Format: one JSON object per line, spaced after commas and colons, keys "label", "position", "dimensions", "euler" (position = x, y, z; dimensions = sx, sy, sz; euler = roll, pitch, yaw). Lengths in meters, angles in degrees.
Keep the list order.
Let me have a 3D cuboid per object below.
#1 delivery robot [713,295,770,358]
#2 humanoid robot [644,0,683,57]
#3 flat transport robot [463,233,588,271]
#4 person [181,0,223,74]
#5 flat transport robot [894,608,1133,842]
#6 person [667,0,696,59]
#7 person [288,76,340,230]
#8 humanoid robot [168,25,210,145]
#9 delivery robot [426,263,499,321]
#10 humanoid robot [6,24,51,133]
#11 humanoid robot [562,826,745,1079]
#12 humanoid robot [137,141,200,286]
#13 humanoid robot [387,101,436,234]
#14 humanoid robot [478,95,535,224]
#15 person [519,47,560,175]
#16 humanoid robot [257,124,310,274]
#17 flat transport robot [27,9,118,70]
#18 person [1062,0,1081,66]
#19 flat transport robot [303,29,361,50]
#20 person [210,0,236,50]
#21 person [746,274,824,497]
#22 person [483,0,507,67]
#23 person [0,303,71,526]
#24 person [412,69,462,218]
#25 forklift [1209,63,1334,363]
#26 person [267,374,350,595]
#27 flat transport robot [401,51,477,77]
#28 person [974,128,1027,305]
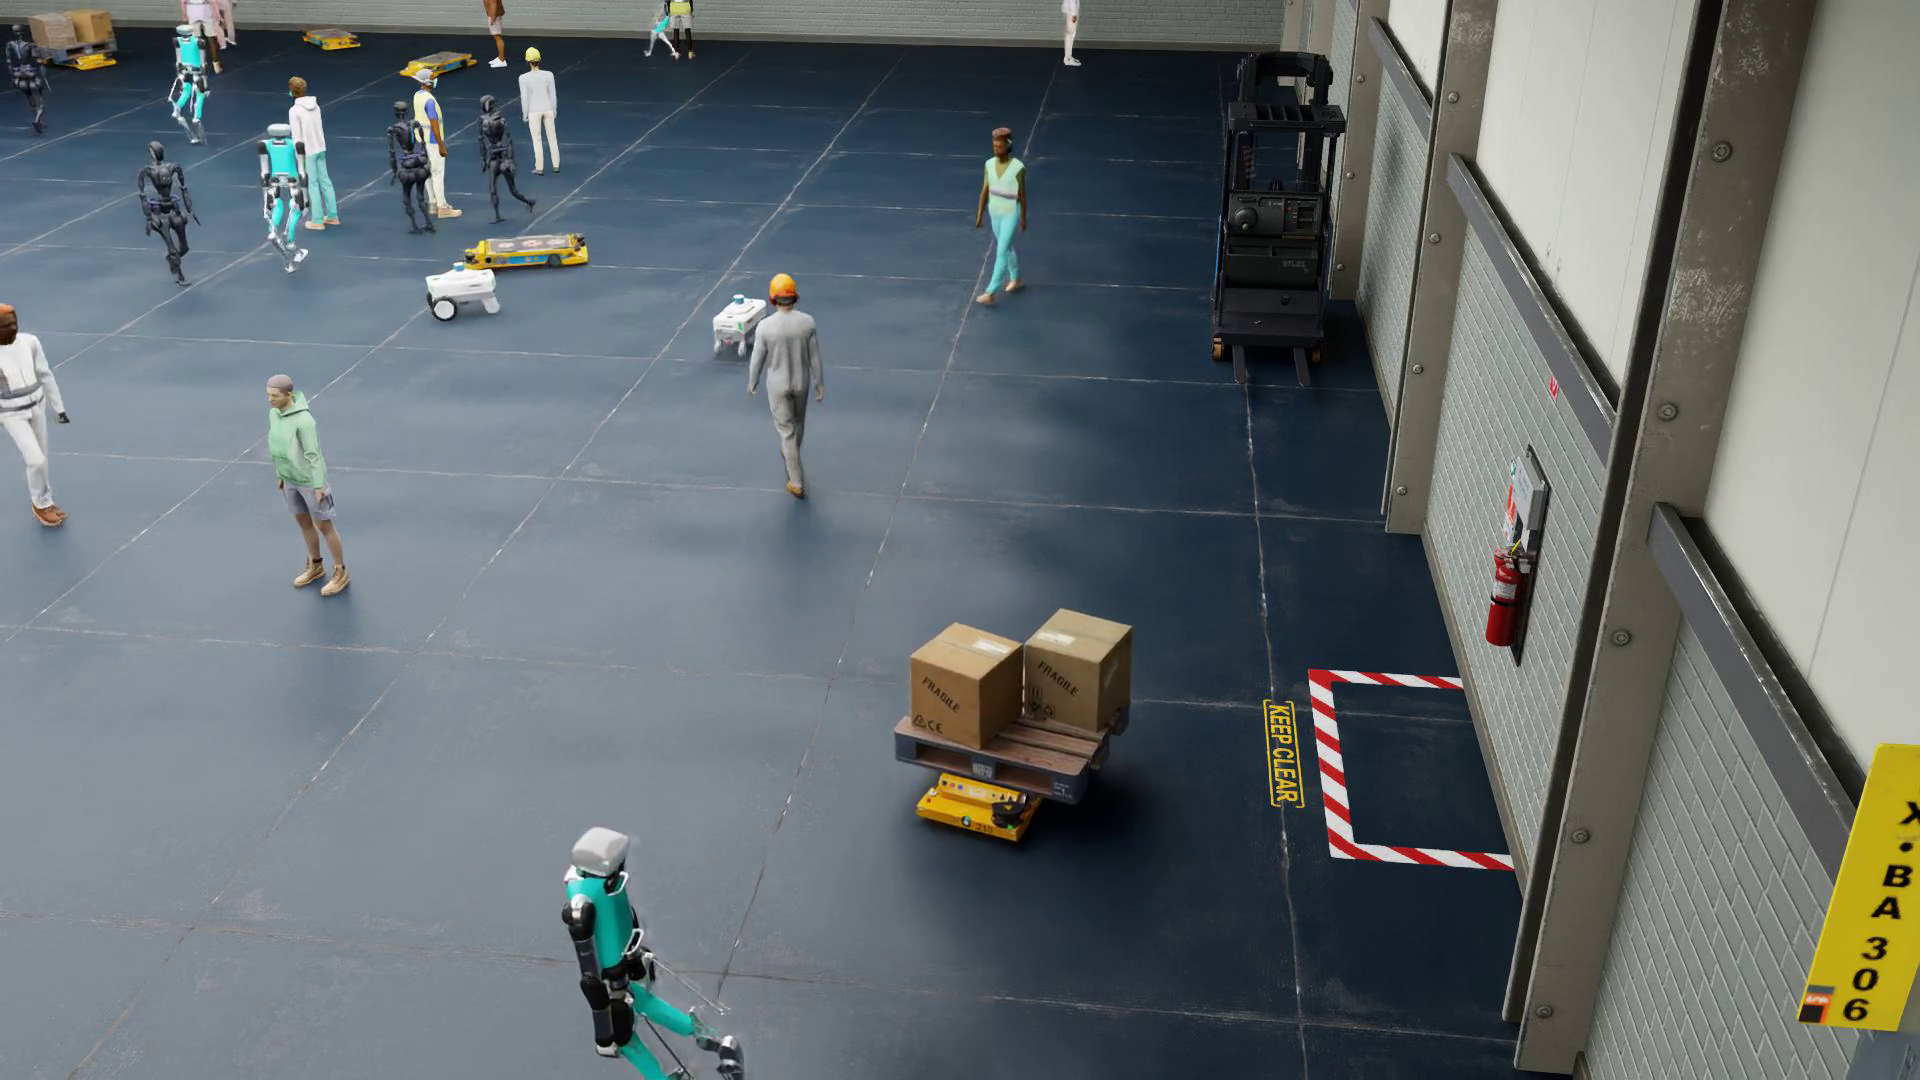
{"label": "delivery robot", "position": [-2.283, -2.265, 17.321], "dimensions": [0.499, 0.577, 0.769], "euler": [8, 28, 15]}
{"label": "humanoid robot", "position": [-5.760, -10.060, 31.687], "dimensions": [0.794, 1.860, 0.530], "euler": [-1, 27, -1]}
{"label": "flat transport robot", "position": [-5.234, -3.467, 20.059], "dimensions": [1.431, 0.231, 0.659], "euler": [-6, 27, -12]}
{"label": "person", "position": [-13.732, -9.497, 30.148], "dimensions": [0.636, 2.014, 0.486], "euler": [-10, 28, -18]}
{"label": "flat transport robot", "position": [0.321, 1.356, 10.432], "dimensions": [0.659, 0.231, 1.431], "euler": [11, 29, 21]}
{"label": "person", "position": [-5.278, -9.964, 31.434], "dimensions": [0.531, 1.696, 0.319], "euler": [0, 27, 0]}
{"label": "person", "position": [-8.242, -4.911, 21.123], "dimensions": [0.361, 1.909, 0.480], "euler": [10, 28, 19]}
{"label": "humanoid robot", "position": [-11.667, -6.769, 25.121], "dimensions": [0.542, 1.870, 0.767], "euler": [6, 27, 12]}
{"label": "delivery robot", "position": [-5.503, -2.737, 18.305], "dimensions": [0.811, 0.613, 0.499], "euler": [-10, 28, -20]}
{"label": "humanoid robot", "position": [-14.583, -7.200, 25.964], "dimensions": [0.609, 1.639, 0.618], "euler": [-1, 27, -2]}
{"label": "humanoid robot", "position": [-1.220, 2.068, 7.390], "dimensions": [0.931, 1.783, 0.541], "euler": [3, 27, 6]}
{"label": "humanoid robot", "position": [-9.154, -3.780, 19.130], "dimensions": [0.620, 1.630, 0.600], "euler": [21, 34, 36]}
{"label": "humanoid robot", "position": [-6.905, -4.698, 20.940], "dimensions": [0.357, 1.642, 0.584], "euler": [17, 31, 31]}
{"label": "humanoid robot", "position": [-5.896, -4.950, 21.482], "dimensions": [0.609, 1.628, 0.701], "euler": [15, 30, 27]}
{"label": "person", "position": [-5.964, -6.078, 23.597], "dimensions": [0.524, 1.772, 0.305], "euler": [-17, 31, -31]}
{"label": "humanoid robot", "position": [-7.811, -3.886, 19.237], "dimensions": [0.559, 1.714, 0.985], "euler": [-4, 27, -7]}
{"label": "flat transport robot", "position": [-16.539, -9.009, 31.124], "dimensions": [1.431, 0.231, 0.659], "euler": [15, 30, 27]}
{"label": "person", "position": [2.080, -9.803, 30.916], "dimensions": [0.385, 1.874, 0.514], "euler": [0, 27, 0]}
{"label": "flat transport robot", "position": [-12.447, -9.912, 32.927], "dimensions": [0.659, 0.231, 1.431], "euler": [-19, 32, -33]}
{"label": "person", "position": [-14.488, -10.524, 32.369], "dimensions": [0.650, 1.855, 0.790], "euler": [-19, 32, -33]}
{"label": "person", "position": [-1.497, -1.357, 14.075], "dimensions": [0.590, 1.850, 0.934], "euler": [-11, 29, -21]}
{"label": "person", "position": [-8.616, -9.717, 30.770], "dimensions": [0.402, 1.852, 0.791], "euler": [-7, 27, -13]}
{"label": "person", "position": [-7.449, -0.990, 13.328], "dimensions": [0.540, 1.867, 0.613], "euler": [11, 29, 21]}
{"label": "person", "position": [-6.851, -5.144, 21.597], "dimensions": [0.398, 1.893, 0.532], "euler": [-18, 32, -32]}
{"label": "forklift", "position": [3.241, -3.477, 17.183], "dimensions": [1.129, 2.768, 1.873], "euler": [3, 27, 6]}
{"label": "person", "position": [-4.869, -0.425, 12.354], "dimensions": [0.468, 1.735, 0.320], "euler": [15, 30, 27]}
{"label": "flat transport robot", "position": [-9.587, -8.752, 30.609], "dimensions": [0.659, 0.231, 1.431], "euler": [9, 28, 17]}
{"label": "person", "position": [0.460, -3.626, 18.529], "dimensions": [0.507, 1.922, 1.015], "euler": [18, 32, 31]}
